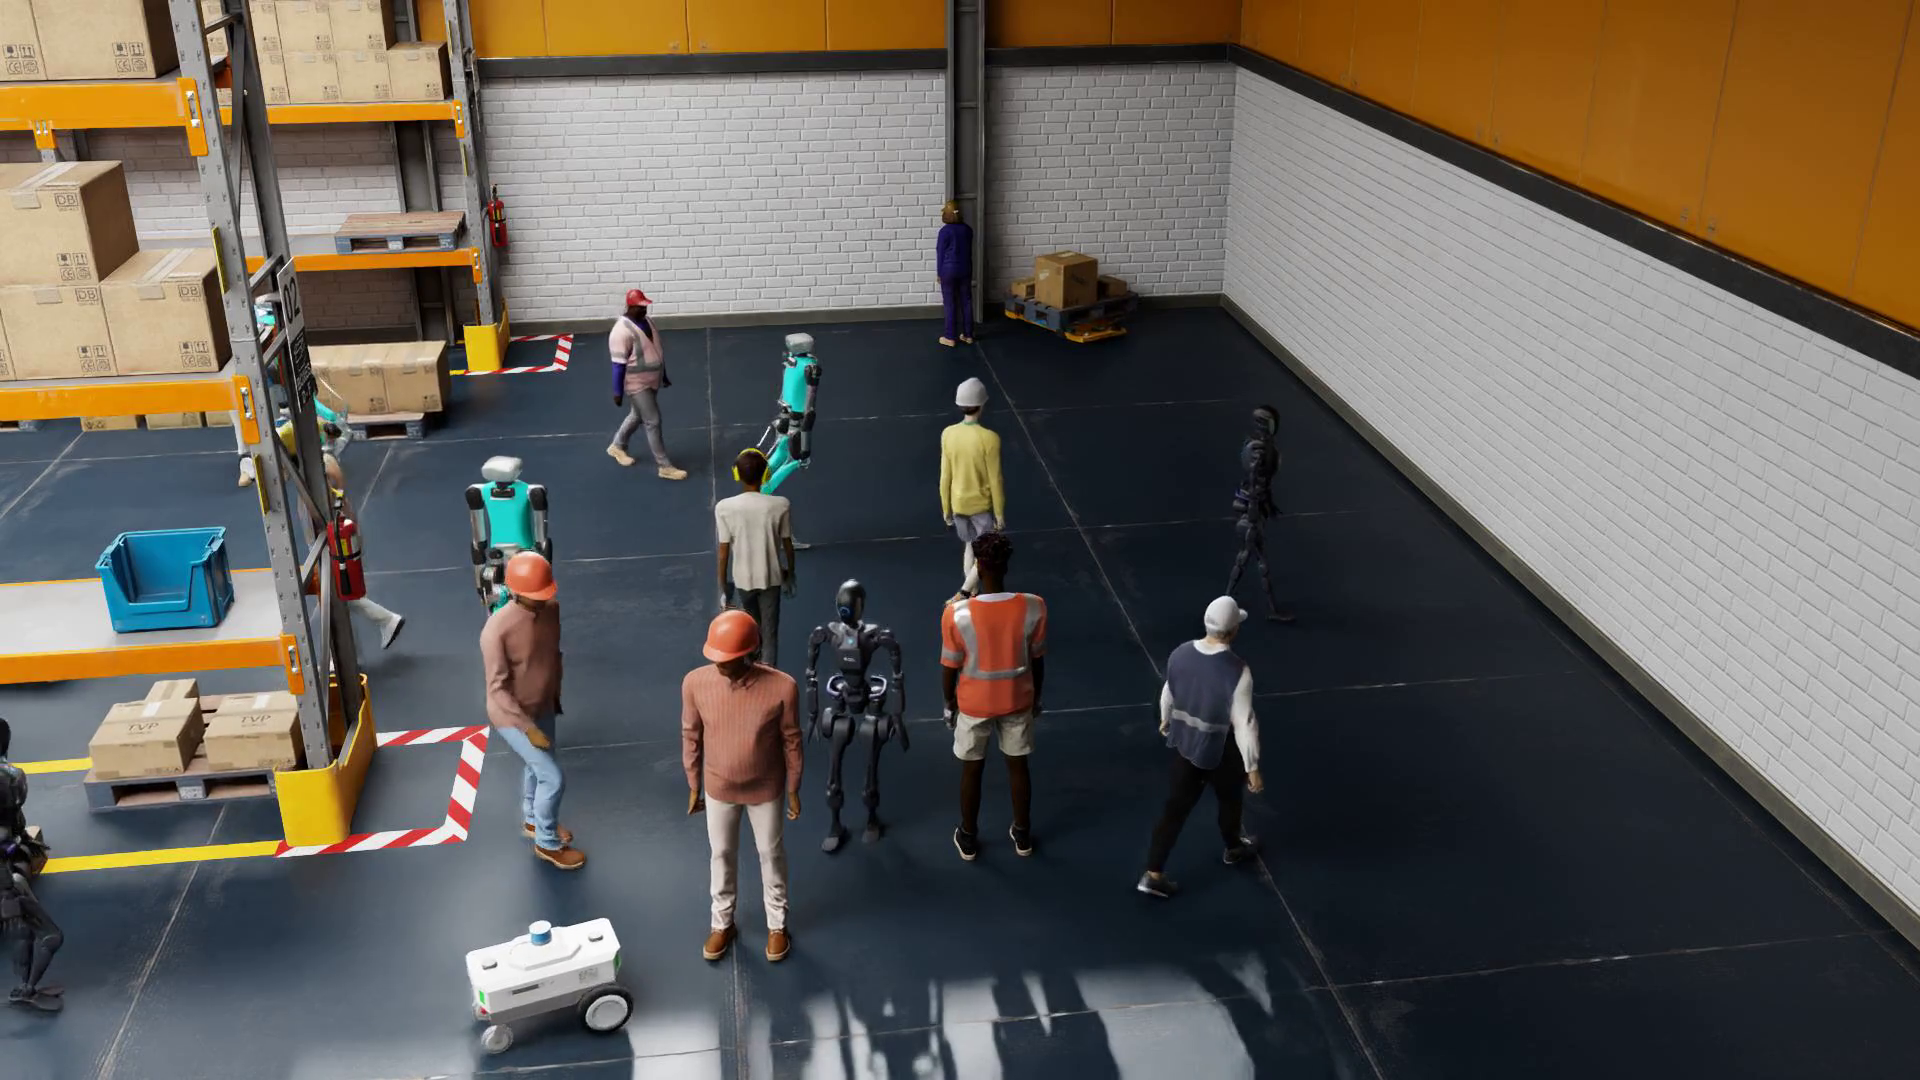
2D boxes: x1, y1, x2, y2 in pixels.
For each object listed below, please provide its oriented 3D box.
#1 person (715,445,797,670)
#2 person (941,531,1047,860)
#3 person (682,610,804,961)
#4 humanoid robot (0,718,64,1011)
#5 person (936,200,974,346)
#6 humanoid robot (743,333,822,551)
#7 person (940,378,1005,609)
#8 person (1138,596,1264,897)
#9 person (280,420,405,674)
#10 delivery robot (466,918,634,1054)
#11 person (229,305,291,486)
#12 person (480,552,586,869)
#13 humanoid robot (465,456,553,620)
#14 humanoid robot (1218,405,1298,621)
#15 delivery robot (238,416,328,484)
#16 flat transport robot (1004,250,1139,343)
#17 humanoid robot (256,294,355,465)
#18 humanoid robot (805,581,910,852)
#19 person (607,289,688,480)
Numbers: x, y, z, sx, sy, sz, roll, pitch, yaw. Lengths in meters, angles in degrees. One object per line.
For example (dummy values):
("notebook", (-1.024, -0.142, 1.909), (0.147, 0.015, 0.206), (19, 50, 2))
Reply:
("person", (-1.316, 0.286, 10.811), (0.495, 1.827, 0.940), (0, 24, -1))
("person", (0.187, 0.880, 9.300), (0.603, 1.956, 0.385), (-4, 24, -9))
("person", (-1.093, 1.244, 8.421), (0.611, 1.990, 0.389), (2, 24, 4))
("humanoid robot", (-4.626, 1.572, 8.070), (0.386, 1.646, 0.608), (-9, 25, -19))
("person", (-0.073, -2.975, 18.507), (0.443, 1.614, 0.386), (-13, 27, -28))
("humanoid robot", (-1.494, -0.725, 13.245), (0.797, 1.789, 0.530), (-13, 27, -28))
("person", (0.071, -0.243, 11.961), (0.490, 1.874, 0.690), (14, 27, 28))
("person", (1.326, 1.124, 9.047), (0.765, 1.709, 0.911), (21, 31, 39))
("person", (-4.215, 0.045, 11.279), (0.563, 1.893, 0.588), (-6, 24, -14))
("delivery robot", (-2.013, 2.136, 8.163), (0.765, 0.585, 0.499), (-10, 26, -22))
("person", (-6.210, -1.373, 14.572), (0.626, 1.839, 0.430), (-6, 24, -14))
("person", (-2.349, 0.943, 9.171), (0.667, 1.948, 0.618), (9, 25, 20))
("humanoid robot", (-2.934, 0.405, 10.722), (0.530, 1.760, 1.040), (1, 24, 2))
("humanoid robot", (2.232, -0.207, 12.144), (0.691, 1.637, 0.590), (9, 25, 21))
("delivery robot", (-6.059, -0.814, 14.898), (0.769, 0.598, 0.519), (7, 25, 15))
("flat transport robot", (1.215, -2.572, 19.256), (0.659, 0.231, 1.431), (-16, 28, -32))
("humanoid robot", (-5.591, -1.224, 14.419), (0.755, 1.833, 0.530), (3, 24, 7))
("humanoid robot", (-0.583, 1.009, 9.360), (0.609, 1.662, 0.405), (3, 24, 6))
("person", (-2.872, -1.413, 14.813), (0.881, 1.718, 0.619), (9, 25, 19))
